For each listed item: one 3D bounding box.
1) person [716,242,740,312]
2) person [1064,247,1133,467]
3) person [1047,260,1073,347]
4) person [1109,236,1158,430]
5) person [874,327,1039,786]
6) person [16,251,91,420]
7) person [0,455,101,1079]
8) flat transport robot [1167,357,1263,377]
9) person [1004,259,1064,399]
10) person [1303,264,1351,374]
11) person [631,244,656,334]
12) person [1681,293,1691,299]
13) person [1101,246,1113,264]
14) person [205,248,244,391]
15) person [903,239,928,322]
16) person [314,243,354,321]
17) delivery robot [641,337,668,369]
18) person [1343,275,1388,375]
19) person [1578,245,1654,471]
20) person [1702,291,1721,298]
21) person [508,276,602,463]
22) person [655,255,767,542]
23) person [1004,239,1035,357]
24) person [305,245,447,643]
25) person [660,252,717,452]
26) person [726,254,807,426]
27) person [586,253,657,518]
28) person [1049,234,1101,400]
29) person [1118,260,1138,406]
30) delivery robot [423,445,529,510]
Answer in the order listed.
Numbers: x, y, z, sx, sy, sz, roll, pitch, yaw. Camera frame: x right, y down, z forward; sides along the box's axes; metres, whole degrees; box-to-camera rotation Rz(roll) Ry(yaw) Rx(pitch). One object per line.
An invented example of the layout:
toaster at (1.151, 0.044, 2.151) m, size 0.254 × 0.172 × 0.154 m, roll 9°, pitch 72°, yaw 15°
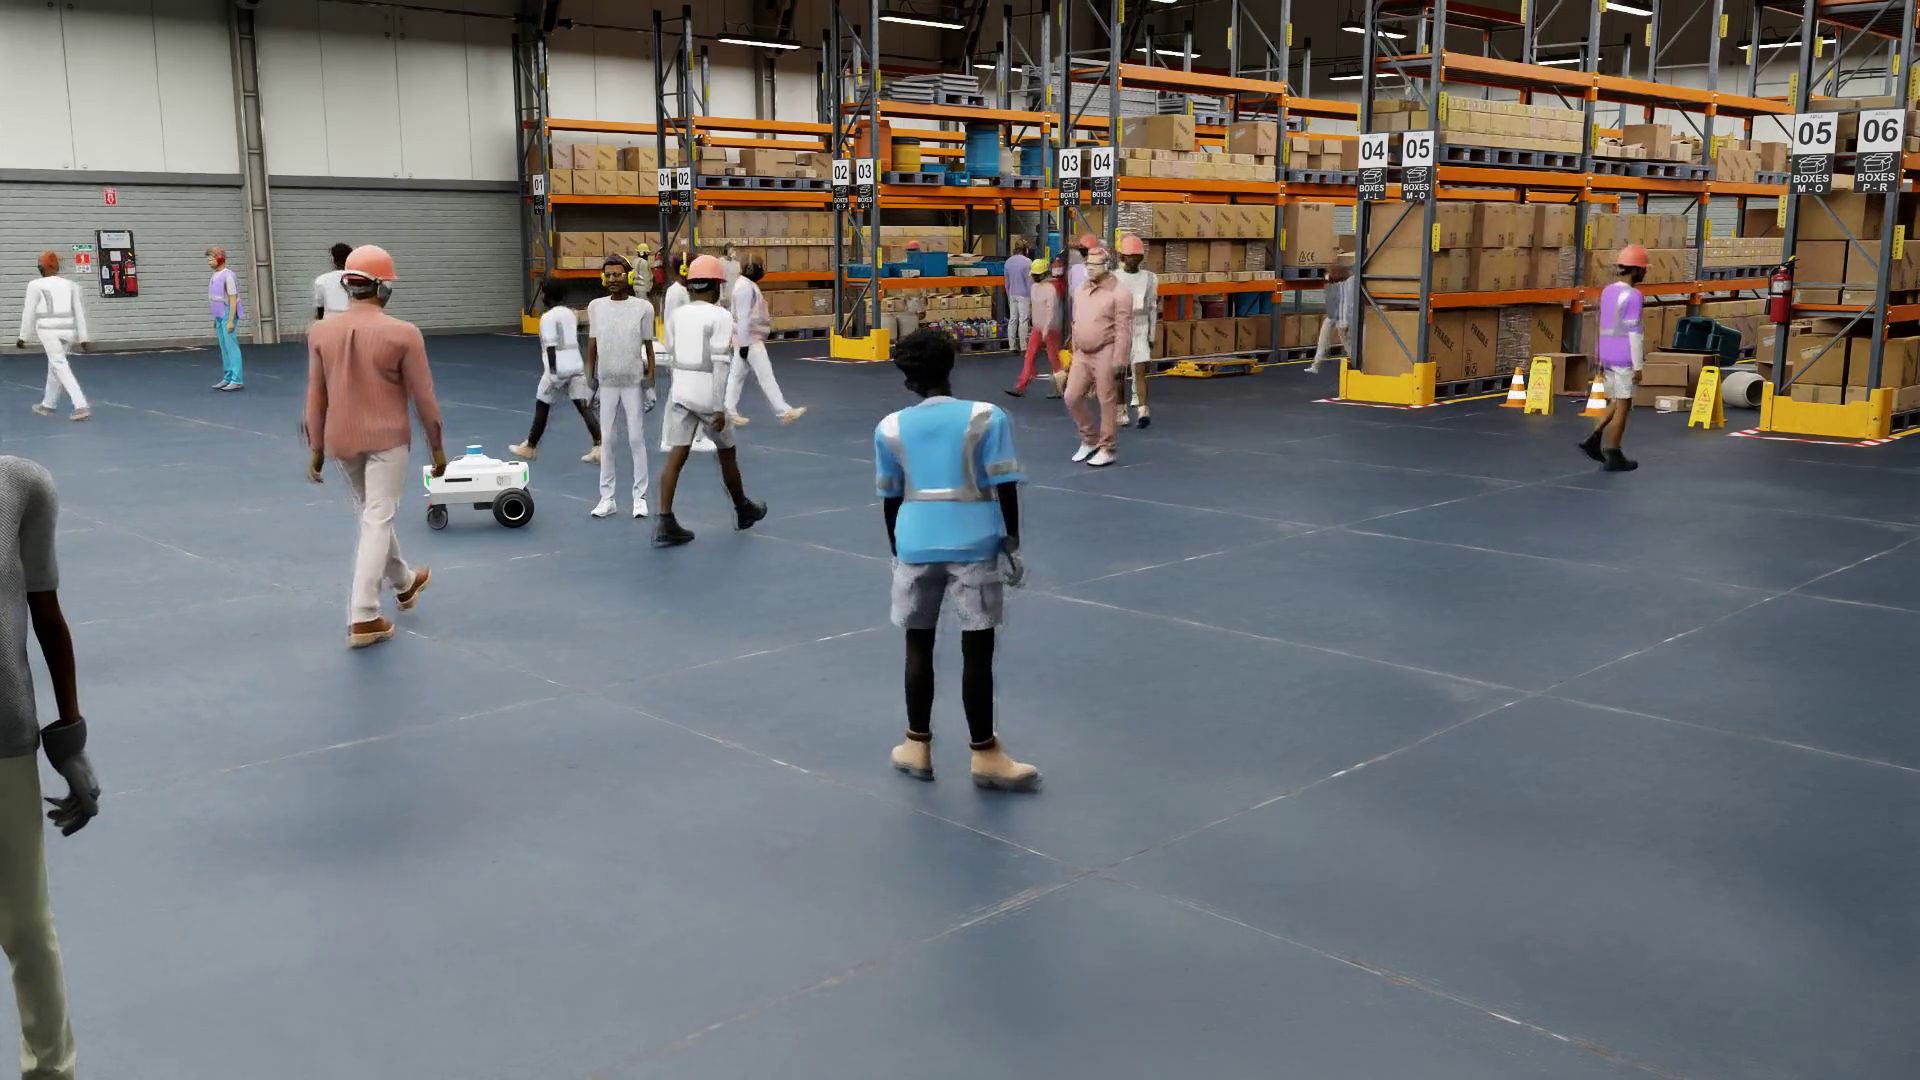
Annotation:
person at (-4.027, -4.152, 28.484) m, size 0.983 × 1.909 × 0.625 m, roll 9°, pitch 14°, yaw 41°
person at (1.175, -1.585, 14.468) m, size 0.464 × 1.889 × 0.678 m, roll -10°, pitch 14°, yaw -44°
person at (1.780, -4.026, 28.694) m, size 0.534 × 1.605 × 0.887 m, roll 9°, pitch 14°, yaw 41°
person at (1.773, -2.148, 17.274) m, size 0.612 × 1.981 × 1.052 m, roll -1°, pitch 10°, yaw -3°
person at (0.012, 0.062, 6.124) m, size 0.669 × 1.669 × 0.322 m, roll 4°, pitch 11°, yaw 19°
person at (-9.896, -2.230, 18.184) m, size 1.039 × 1.828 × 0.588 m, roll 4°, pitch 11°, yaw 20°
person at (-2.071, 0.459, 3.424) m, size 0.516 × 1.864 × 0.317 m, roll -8°, pitch 13°, yaw -37°
flat transport robot at (3.699, -2.509, 24.057) m, size 1.431 × 0.197 × 0.652 m, roll -10°, pitch 14°, yaw -43°
person at (0.948, -2.563, 20.293) m, size 0.873 × 1.702 × 0.584 m, roll -7°, pitch 12°, yaw -33°
person at (5.440, -3.201, 24.125) m, size 0.853 × 1.585 × 0.505 m, roll -5°, pitch 12°, yaw -27°
person at (-6.469, -5.122, 33.944) m, size 0.404 × 1.827 × 0.590 m, roll -7°, pitch 13°, yaw -34°
person at (15.396, -5.369, 35.027) m, size 0.550 × 1.928 × 0.387 m, roll -2°, pitch 11°, yaw -13°
person at (1.827, -2.831, 21.370) m, size 0.606 × 1.856 × 0.763 m, roll 10°, pitch 14°, yaw 43°
person at (-9.534, -2.866, 21.611) m, size 0.391 × 1.837 × 0.563 m, roll -9°, pitch 14°, yaw -41°
person at (-0.839, -4.439, 29.947) m, size 0.659 × 1.922 × 0.597 m, roll -9°, pitch 14°, yaw -41°
person at (-7.041, -2.428, 19.019) m, size 0.625 × 1.911 × 0.996 m, roll 0°, pitch 10°, yaw 2°
delivery robot at (-4.390, -2.666, 23.879) m, size 0.707 × 0.478 × 0.477 m, roll 0°, pitch 10°, yaw 2°
person at (5.252, -2.860, 21.671) m, size 0.812 × 1.811 × 0.595 m, roll -10°, pitch 14°, yaw -42°
person at (5.663, -1.555, 14.235) m, size 0.430 × 1.920 × 0.571 m, roll -1°, pitch 10°, yaw -6°
person at (16.248, -5.441, 35.779) m, size 0.707 × 1.794 × 0.769 m, roll -9°, pitch 14°, yaw -40°
person at (-3.532, -1.499, 14.684) m, size 0.923 × 1.637 × 0.522 m, roll 4°, pitch 11°, yaw 21°
person at (-1.697, -0.945, 11.041) m, size 0.554 × 1.867 × 1.047 m, roll 6°, pitch 12°, yaw 31°
person at (1.008, -4.040, 27.741) m, size 0.373 × 1.940 × 0.628 m, roll -10°, pitch 14°, yaw -43°
person at (-2.928, -0.511, 8.478) m, size 0.652 × 1.938 × 1.019 m, roll 2°, pitch 11°, yaw 13°
person at (-2.469, -1.726, 15.373) m, size 0.713 × 1.845 × 0.572 m, roll -2°, pitch 11°, yaw -8°
person at (-2.100, -2.097, 17.521) m, size 0.927 × 1.794 × 0.654 m, roll -1°, pitch 10°, yaw -8°
person at (-2.424, -1.100, 11.888) m, size 0.518 × 1.874 × 0.326 m, roll 0°, pitch 10°, yaw 3°
person at (1.469, -2.712, 20.287) m, size 0.862 × 2.022 × 0.622 m, roll -5°, pitch 12°, yaw -27°
person at (1.972, -2.465, 19.680) m, size 0.492 × 1.743 × 0.295 m, roll 6°, pitch 12°, yaw 31°
delivery robot at (-3.383, -0.418, 11.622) m, size 0.707 × 0.478 × 0.477 m, roll -3°, pitch 11°, yaw -17°
